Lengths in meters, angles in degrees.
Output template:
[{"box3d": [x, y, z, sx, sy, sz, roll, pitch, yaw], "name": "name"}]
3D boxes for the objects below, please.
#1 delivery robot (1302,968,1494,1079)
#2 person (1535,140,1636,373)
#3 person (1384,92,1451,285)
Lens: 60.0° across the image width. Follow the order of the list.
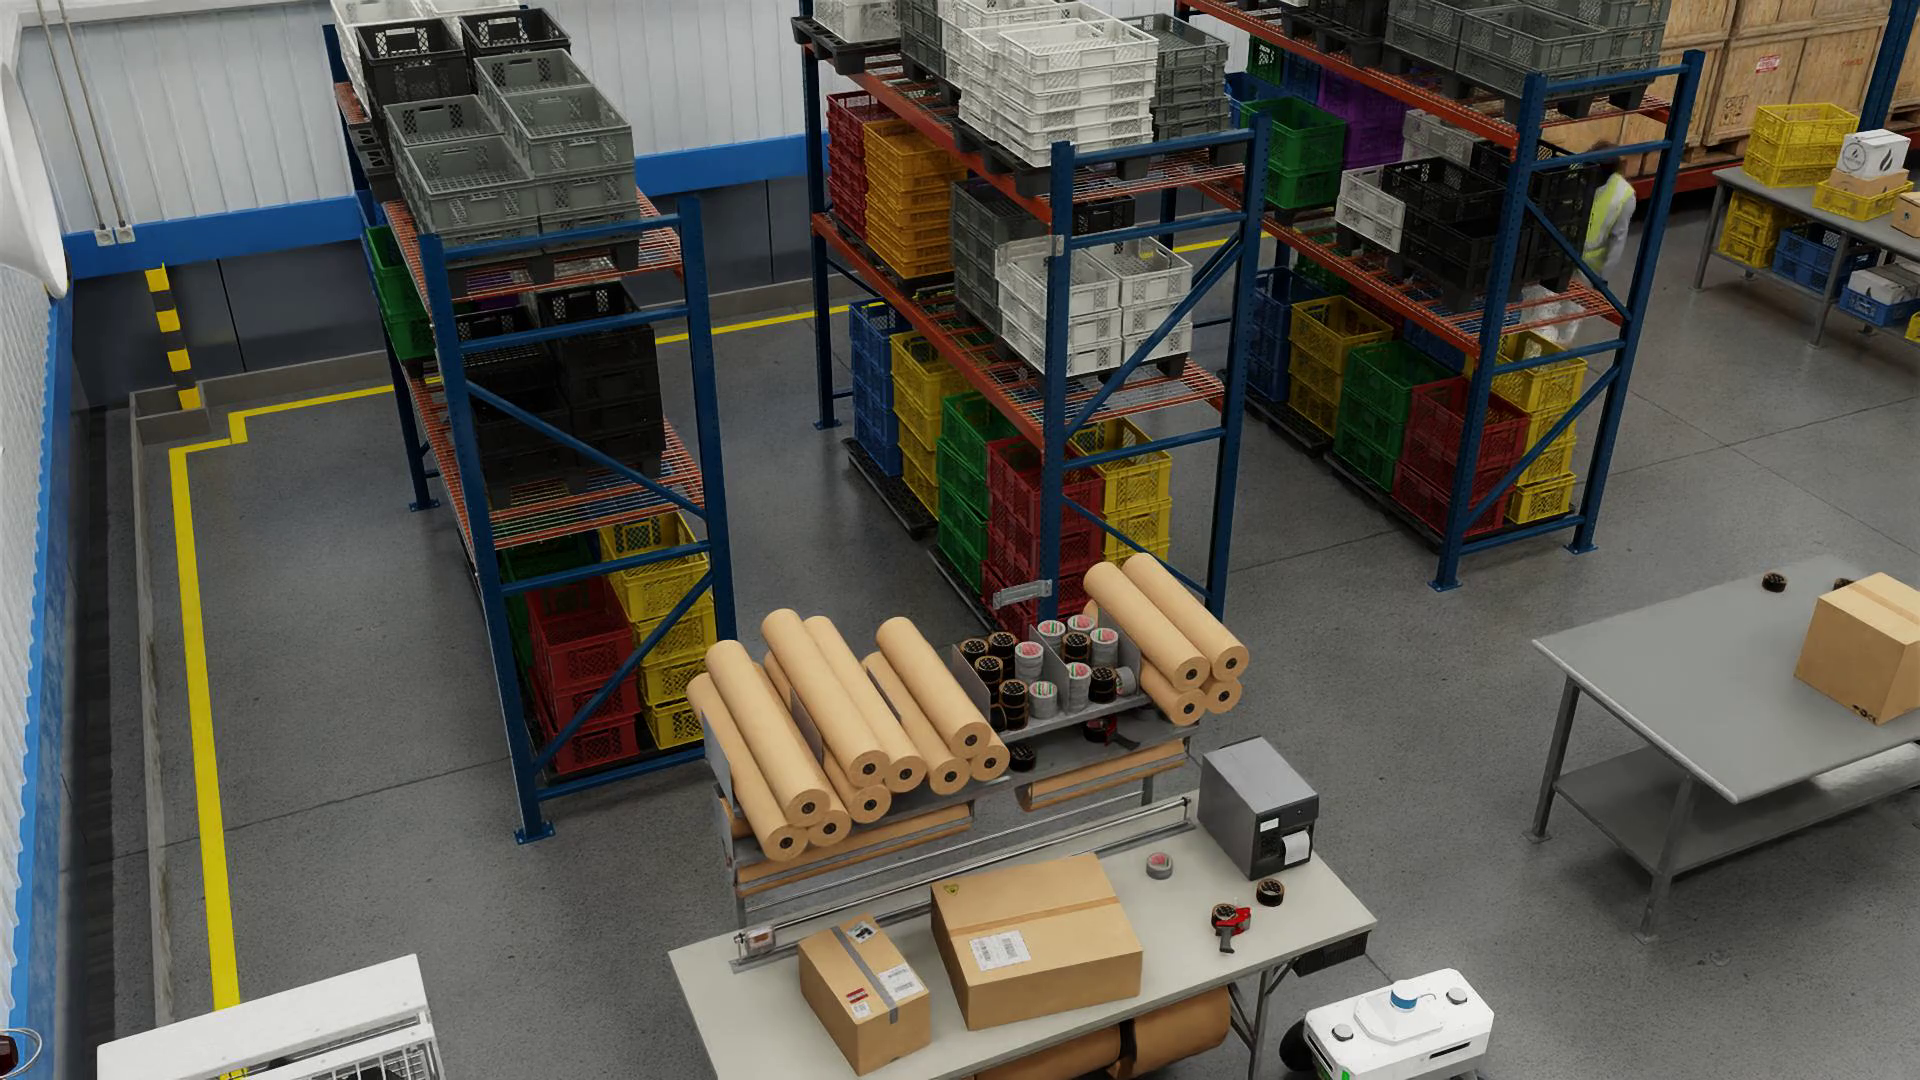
[{"box3d": [1.702, 1.919, 6.472, 0.707, 0.478, 0.477, -11, 33, -18], "name": "delivery robot"}, {"box3d": [4.328, -1.992, 11.763, 0.674, 1.774, 0.945, 13, 34, 20], "name": "person"}, {"box3d": [3.445, -2.498, 12.484, 0.521, 1.868, 0.615, 10, 33, 16], "name": "person"}]
